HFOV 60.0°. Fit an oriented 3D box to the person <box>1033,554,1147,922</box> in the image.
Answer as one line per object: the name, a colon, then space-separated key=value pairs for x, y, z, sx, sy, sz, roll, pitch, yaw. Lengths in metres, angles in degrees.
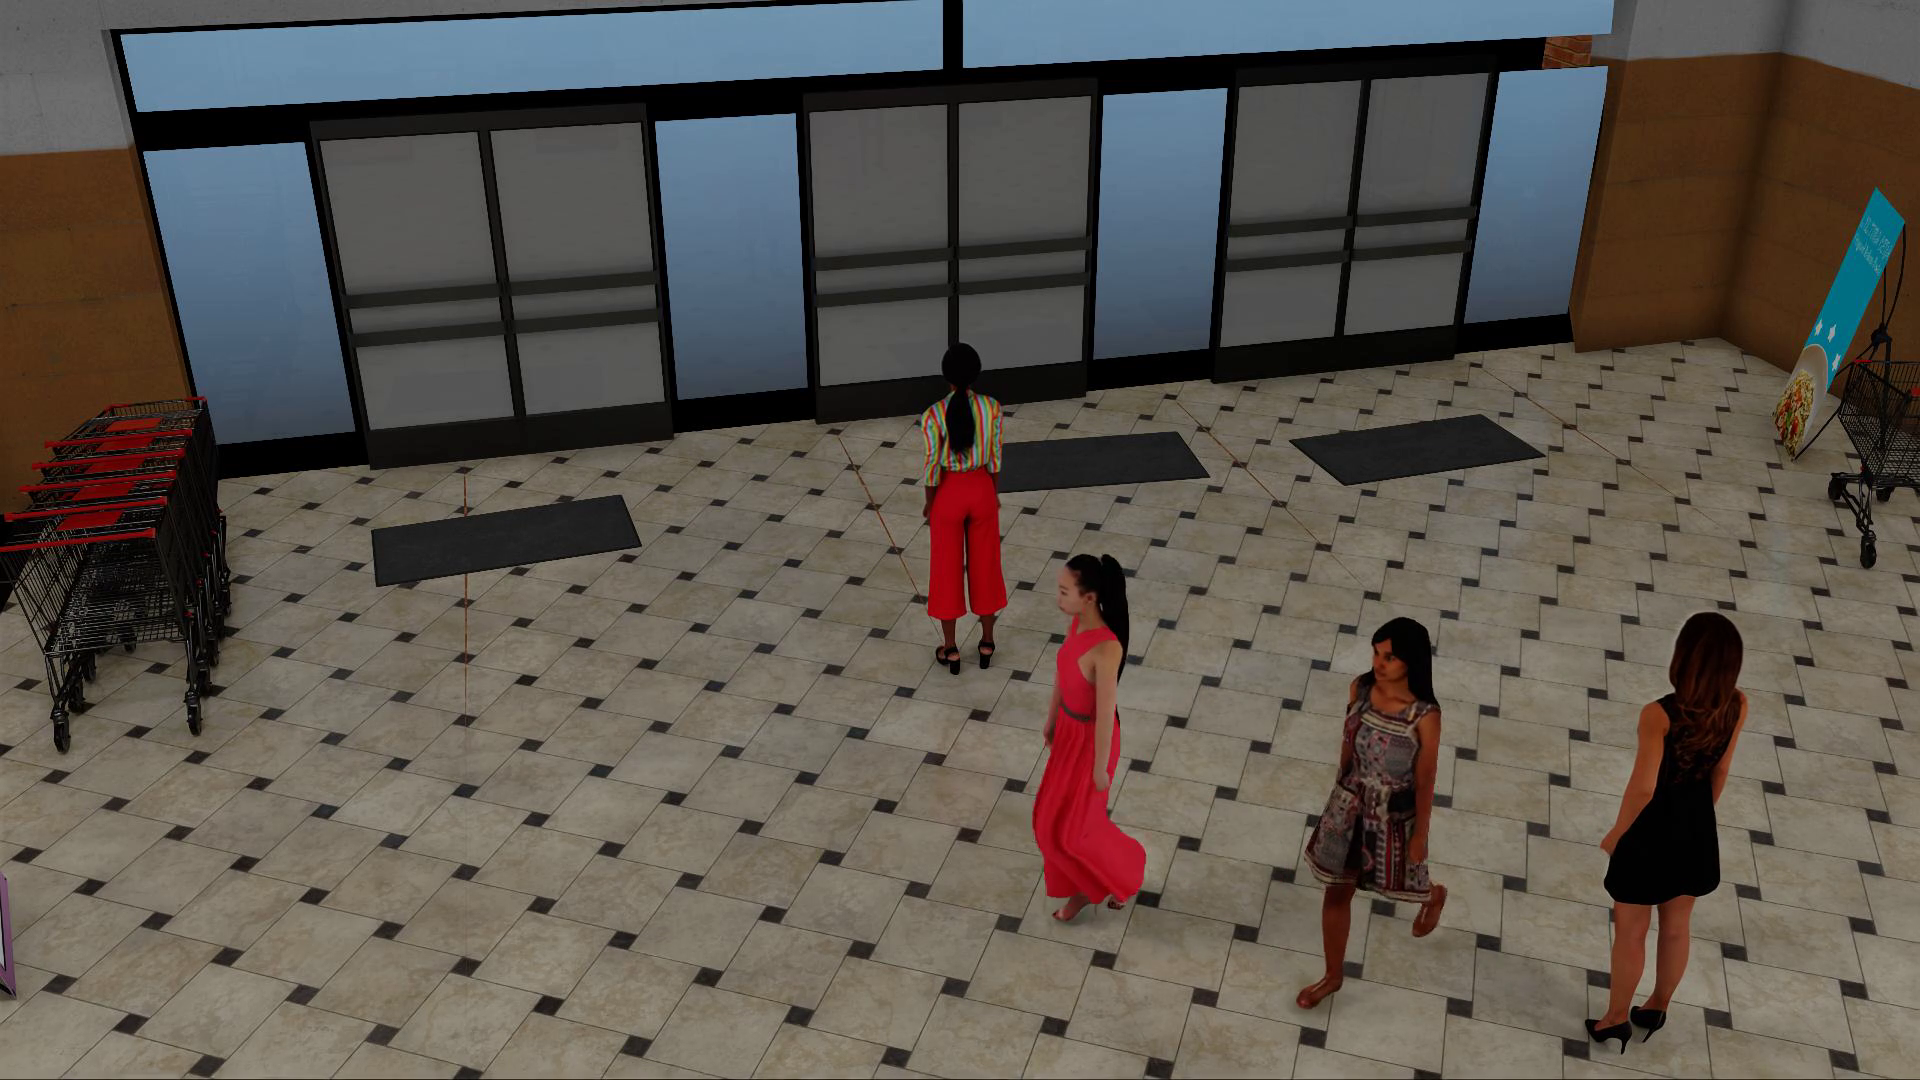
person: x=0.585 y=0.818 z=6.601 sx=0.696 sy=1.712 sz=0.686 roll=-4 pitch=27 yaw=-8

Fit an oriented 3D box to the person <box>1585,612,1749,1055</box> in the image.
person: x=2.526 y=1.075 z=5.959 sx=0.576 sy=1.834 sz=0.511 roll=-7 pitch=28 yaw=-13

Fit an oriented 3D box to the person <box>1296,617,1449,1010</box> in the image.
person: x=1.657 y=1.015 z=6.313 sx=0.971 sy=1.620 sz=1.076 roll=-21 pitch=33 yaw=-35

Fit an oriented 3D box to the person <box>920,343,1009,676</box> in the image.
person: x=0.016 y=-0.150 z=8.422 sx=0.593 sy=1.792 sz=0.514 roll=-7 pitch=28 yaw=-13
